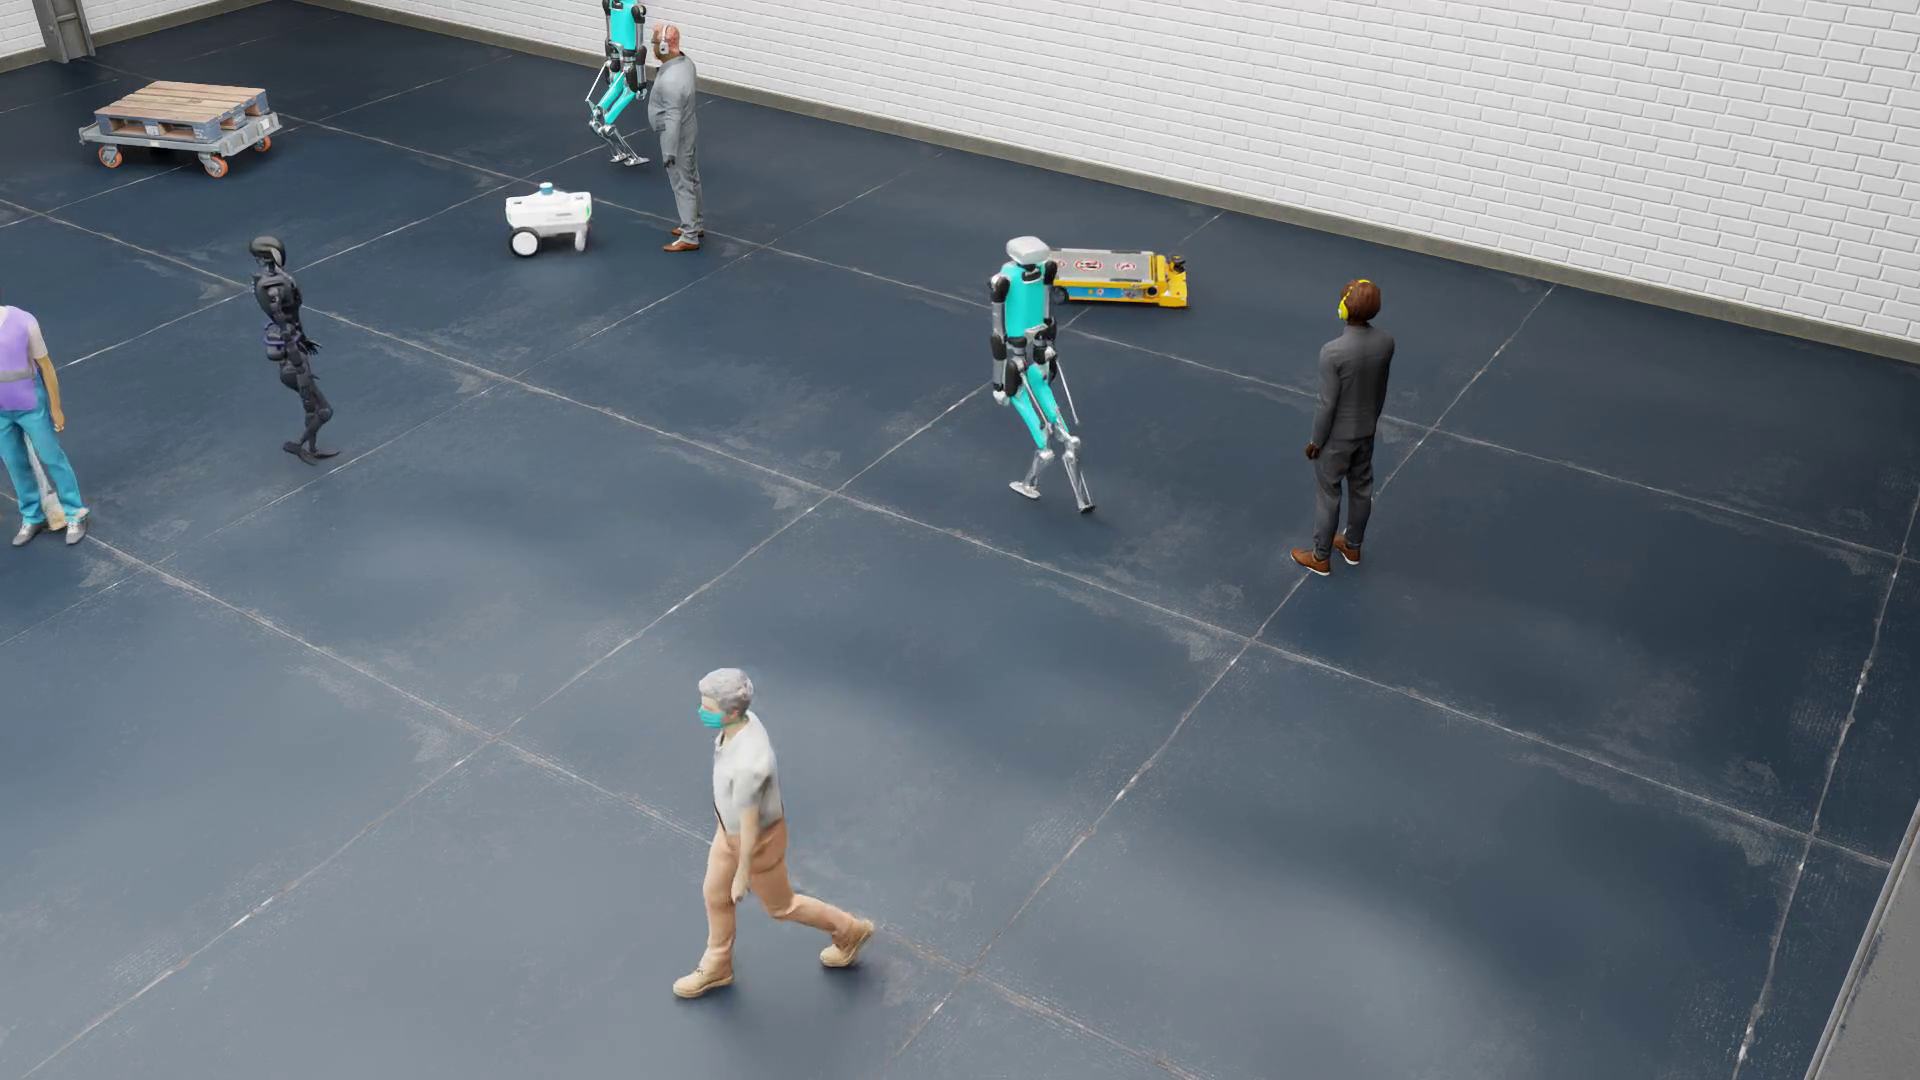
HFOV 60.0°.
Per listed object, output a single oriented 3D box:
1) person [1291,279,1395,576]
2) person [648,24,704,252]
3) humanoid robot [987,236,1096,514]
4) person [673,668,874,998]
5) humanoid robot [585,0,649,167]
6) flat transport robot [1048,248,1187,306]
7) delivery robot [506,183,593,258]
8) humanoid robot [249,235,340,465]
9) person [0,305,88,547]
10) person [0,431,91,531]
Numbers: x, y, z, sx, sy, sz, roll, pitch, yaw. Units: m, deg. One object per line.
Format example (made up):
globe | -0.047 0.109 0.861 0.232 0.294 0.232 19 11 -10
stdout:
person | 2.261 -0.649 9.783 0.492 1.875 0.363 -14 35 -21
person | -2.400 -3.379 14.000 0.410 1.910 0.639 2 33 3
humanoid robot | 0.583 -0.930 10.422 0.549 1.859 0.857 -27 42 -35
person | -0.822 1.228 7.012 0.849 1.715 0.471 -13 35 -19
humanoid robot | -3.248 -4.296 15.460 0.533 1.677 0.735 25 40 33
flat transport robot | 1.128 -2.145 13.594 1.431 0.231 0.659 3 33 4
delivery robot | -3.554 -2.752 14.291 0.785 0.613 0.525 -7 33 -10
humanoid robot | -4.365 -1.228 10.864 0.374 1.651 0.589 -11 34 -16
person | -5.714 -0.812 10.064 0.568 1.840 0.373 -1 33 -2
person | -5.982 -0.877 10.206 0.929 1.834 0.519 12 35 18
